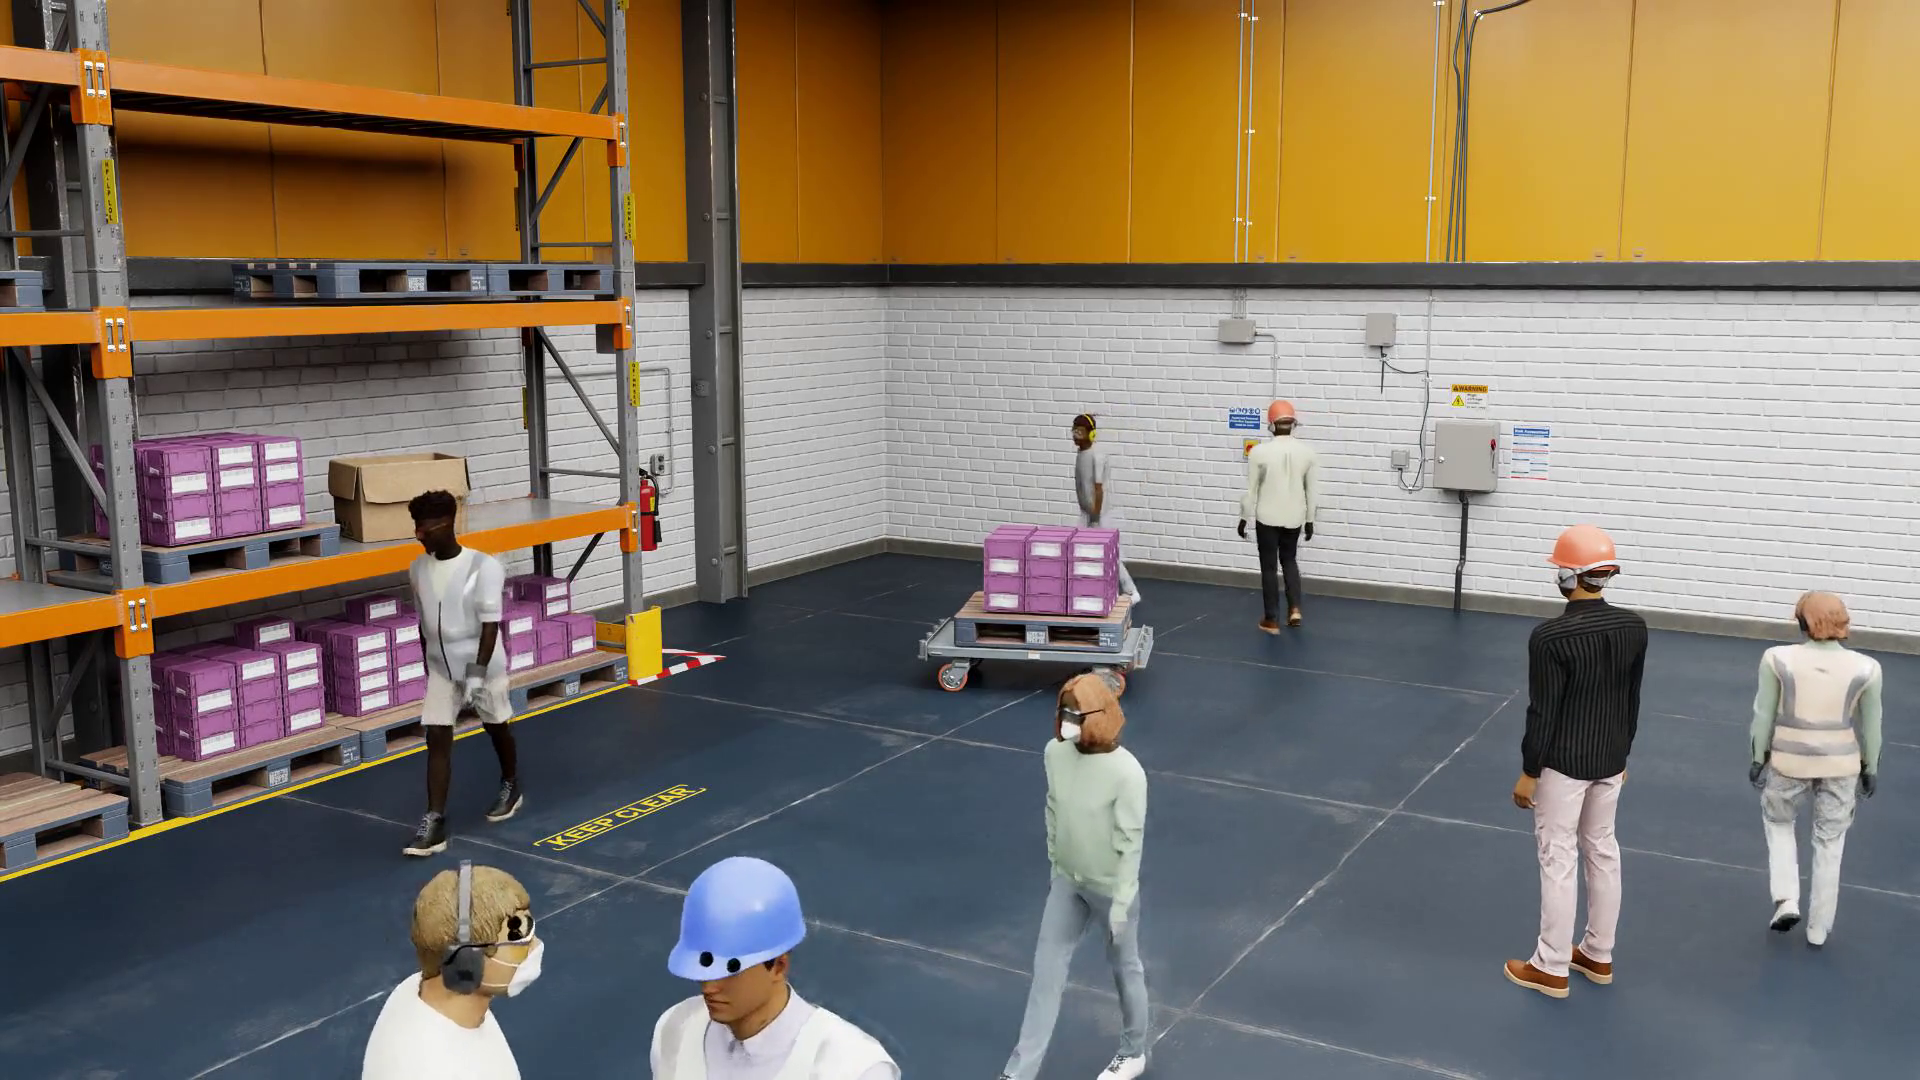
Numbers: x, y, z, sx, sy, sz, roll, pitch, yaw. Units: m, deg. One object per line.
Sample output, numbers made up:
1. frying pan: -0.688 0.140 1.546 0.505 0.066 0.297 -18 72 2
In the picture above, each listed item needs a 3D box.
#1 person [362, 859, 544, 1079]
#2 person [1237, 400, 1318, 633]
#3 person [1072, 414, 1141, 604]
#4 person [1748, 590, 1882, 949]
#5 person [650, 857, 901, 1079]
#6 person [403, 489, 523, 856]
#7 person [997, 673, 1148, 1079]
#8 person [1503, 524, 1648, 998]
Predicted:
1. person: -0.972 1.558 3.382 1.028 1.877 0.671 -3 9 -16
2. person: 2.669 -0.192 14.007 0.625 1.977 0.432 -2 9 -12
3. person: 1.200 -0.245 14.933 0.950 1.803 0.563 -4 10 -25
4. person: 3.847 1.025 7.498 0.546 1.620 0.378 3 10 20
5. person: -0.364 1.543 3.396 0.613 1.914 0.924 5 10 27
6. person: -2.676 0.668 8.908 0.601 1.901 1.026 2 9 15
7. person: 0.413 1.279 5.994 0.817 1.589 0.526 -8 12 -42
8. person: 2.590 0.924 6.998 0.609 1.995 0.376 -5 10 -27
